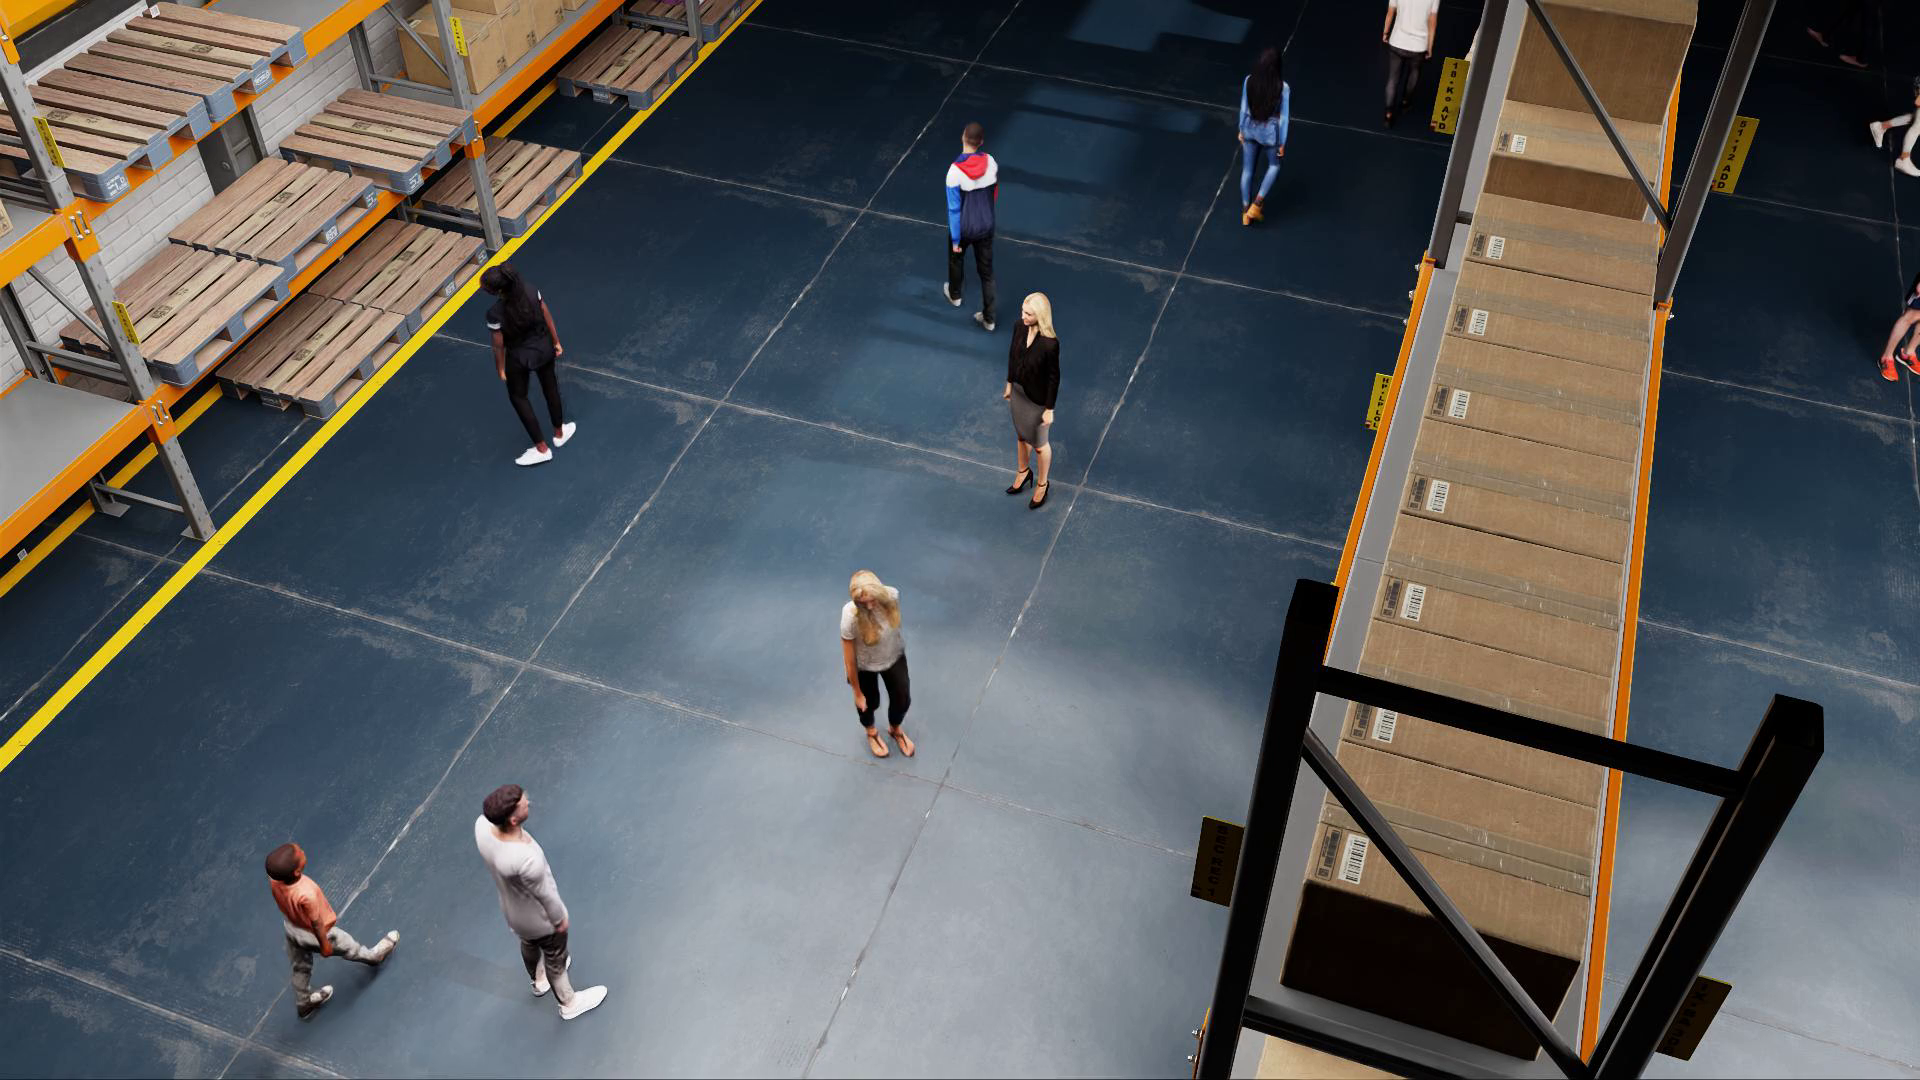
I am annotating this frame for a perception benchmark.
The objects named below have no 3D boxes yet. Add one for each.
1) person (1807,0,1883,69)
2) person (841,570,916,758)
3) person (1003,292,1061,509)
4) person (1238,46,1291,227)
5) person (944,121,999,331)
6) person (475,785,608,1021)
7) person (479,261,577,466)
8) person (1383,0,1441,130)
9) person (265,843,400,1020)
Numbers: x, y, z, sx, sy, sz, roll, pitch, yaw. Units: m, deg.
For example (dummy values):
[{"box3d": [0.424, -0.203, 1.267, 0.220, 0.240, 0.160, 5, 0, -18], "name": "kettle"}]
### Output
[{"box3d": [9.325, -5.634, 16.740, 1.060, 1.827, 1.018, -35, 53, -31], "name": "person"}, {"box3d": [-0.536, 0.715, 10.106, 0.843, 1.786, 0.762, 31, 52, 29], "name": "person"}, {"box3d": [0.519, -0.992, 11.855, 0.692, 1.843, 0.694, -33, 52, -30], "name": "person"}, {"box3d": [2.609, -3.484, 14.571, 0.674, 1.706, 0.685, 23, 48, 22], "name": "person"}, {"box3d": [0.132, -2.497, 13.522, 0.994, 1.724, 1.059, -22, 48, -22], "name": "person"}, {"box3d": [-2.267, 1.910, 8.815, 0.743, 1.835, 0.708, 33, 53, 30], "name": "person"}, {"box3d": [-3.147, -1.380, 12.338, 0.701, 1.740, 0.881, -20, 47, -20], "name": "person"}, {"box3d": [4.268, -4.733, 15.884, 0.658, 1.703, 0.784, 15, 46, 15], "name": "person"}, {"box3d": [-3.561, 2.142, 8.975, 0.622, 1.279, 0.917, 24, 49, 23], "name": "person"}]
